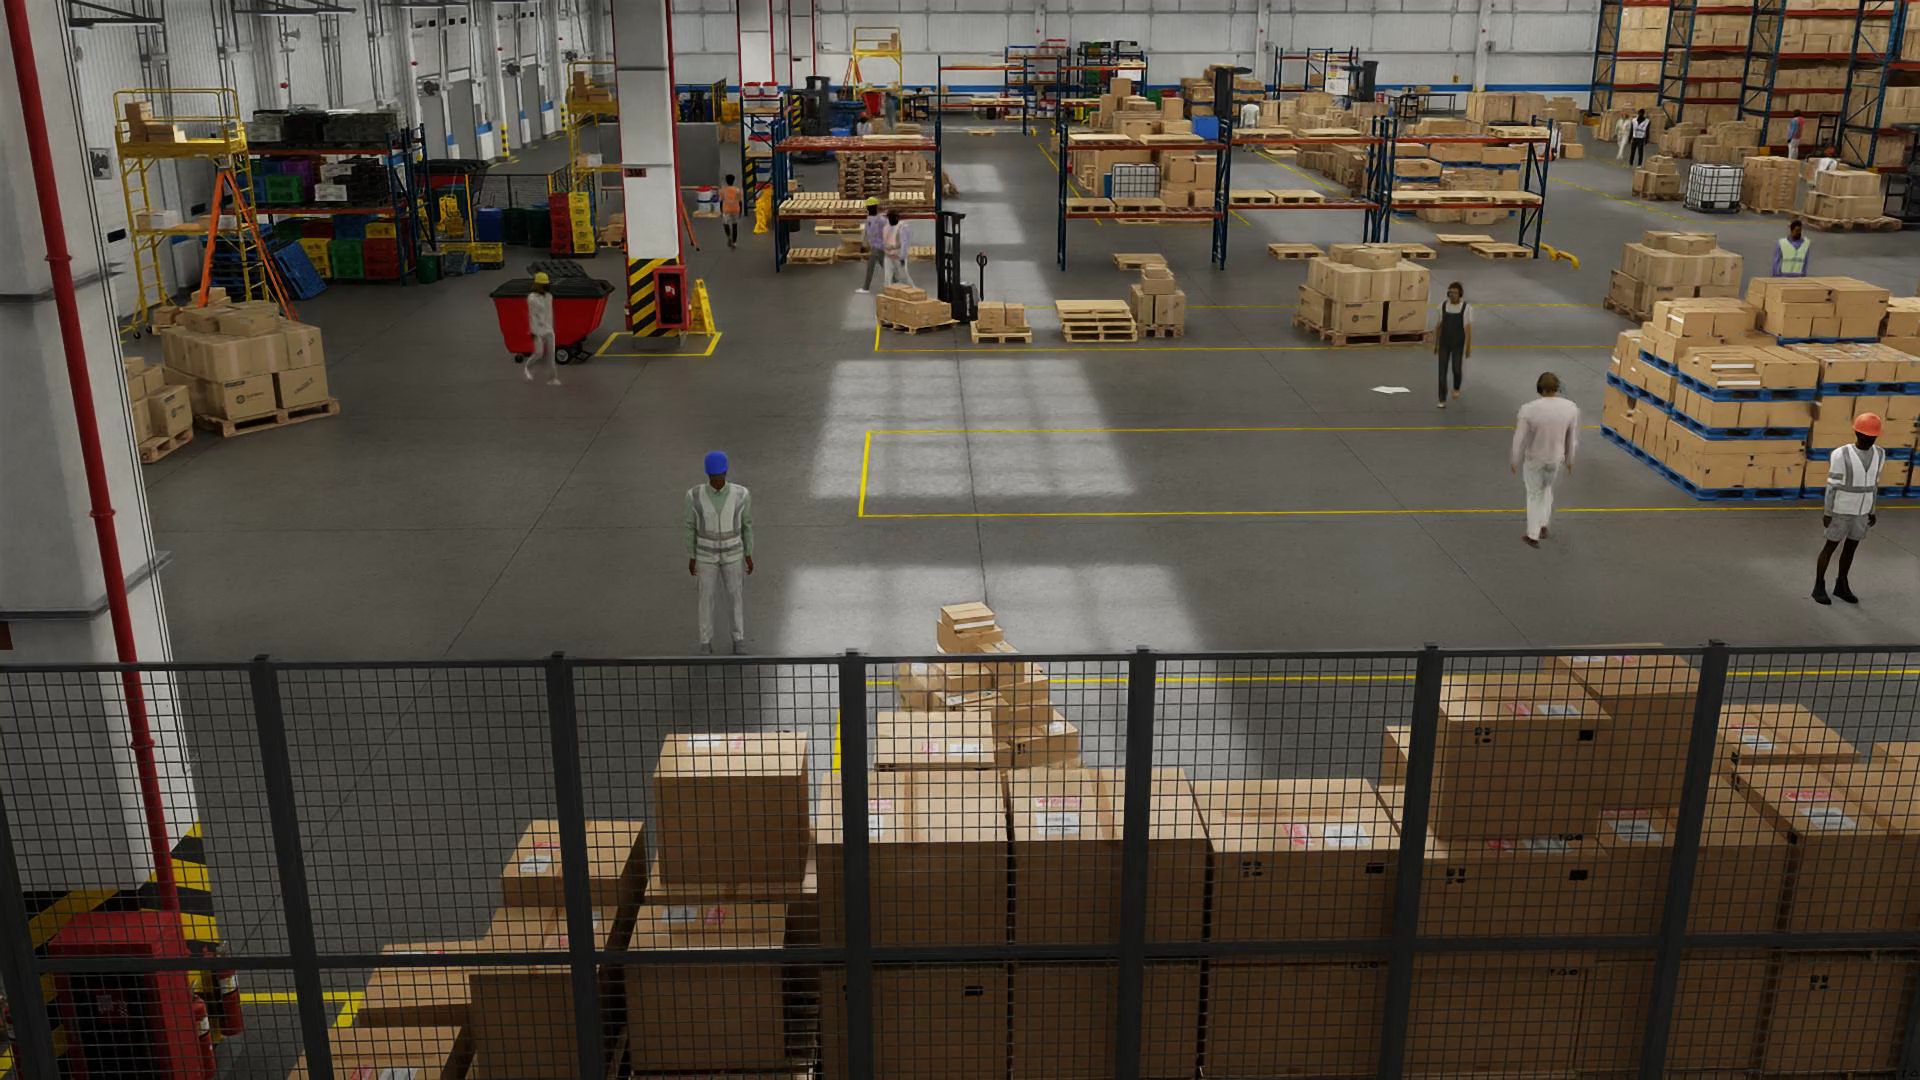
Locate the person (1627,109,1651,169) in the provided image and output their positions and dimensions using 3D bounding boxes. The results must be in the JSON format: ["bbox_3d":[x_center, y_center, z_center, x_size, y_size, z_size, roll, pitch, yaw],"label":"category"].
[{"bbox_3d":[22.103,-13.064,54.130,0.597,1.910,0.383,15,24,38],"label":"person"}]

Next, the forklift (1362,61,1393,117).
[{"bbox_3d":[16.187,-17.548,65.929,1.873,2.768,1.129,-1,19,-2],"label":"forklift"}]

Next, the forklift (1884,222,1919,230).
[{"bbox_3d":[23.981,-9.090,40.838,1.873,2.768,1.129,-1,19,-2],"label":"forklift"}]

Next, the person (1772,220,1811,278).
[{"bbox_3d":[14.601,-4.693,29.297,0.623,1.902,0.527,-1,19,-3],"label":"person"}]

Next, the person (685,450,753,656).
[{"bbox_3d":[-2.154,0.127,14.928,0.602,1.949,0.388,-4,19,-11],"label":"person"}]

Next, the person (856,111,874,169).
[{"bbox_3d":[-3.025,-12.723,53.120,0.550,1.913,0.866,9,20,24],"label":"person"}]

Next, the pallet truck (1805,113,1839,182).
[{"bbox_3d":[26.403,-11.957,50.702,0.823,1.965,1.885,6,19,16],"label":"pallet truck"}]

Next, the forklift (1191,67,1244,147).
[{"bbox_3d":[9.517,-15.894,61.023,1.873,2.768,1.129,-1,19,-1],"label":"forklift"}]

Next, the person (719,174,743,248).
[{"bbox_3d":[-5.221,-7.498,37.954,0.562,1.674,0.434,-5,19,-13],"label":"person"}]

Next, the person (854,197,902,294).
[{"bbox_3d":[-1.593,-5.801,32.665,1.042,1.869,0.581,-9,21,-25],"label":"person"}]

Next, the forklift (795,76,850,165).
[{"bbox_3d":[-4.706,-14.034,55.504,1.873,2.768,1.129,-16,24,-39],"label":"forklift"}]

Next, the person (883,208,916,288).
[{"bbox_3d":[-1.170,-5.371,31.467,0.633,1.815,0.887,13,23,34],"label":"person"}]

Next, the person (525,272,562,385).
[{"bbox_3d":[-6.333,-3.194,25.115,0.528,1.727,0.499,13,23,34],"label":"person"}]

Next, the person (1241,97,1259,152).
[{"bbox_3d":[10.298,-14.766,59.127,0.637,1.936,0.355,2,19,7],"label":"person"}]

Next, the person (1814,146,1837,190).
[{"bbox_3d":[22.069,-9.122,42.542,0.906,1.852,0.587,-4,19,-12],"label":"person"}]

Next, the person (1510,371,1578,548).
[{"bbox_3d":[6.266,-0.877,17.952,0.661,1.917,0.513,-1,19,-3],"label":"person"}]

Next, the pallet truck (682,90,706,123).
[{"bbox_3d":[-9.671,-15.907,62.421,0.823,1.965,1.885,5,19,15],"label":"pallet truck"}]

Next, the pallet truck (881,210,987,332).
[{"bbox_3d":[-0.493,-4.759,29.349,1.885,1.965,0.823,-13,23,-34],"label":"pallet truck"}]

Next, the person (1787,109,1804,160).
[{"bbox_3d":[27.504,-13.277,54.864,0.634,1.838,0.429,-14,23,-36],"label":"person"}]

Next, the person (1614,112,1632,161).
[{"bbox_3d":[22.572,-13.753,56.630,0.525,1.602,0.813,17,25,41],"label":"person"}]

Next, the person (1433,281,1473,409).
[{"bbox_3d":[7.053,-2.809,23.827,0.527,1.826,0.585,9,21,26],"label":"person"}]

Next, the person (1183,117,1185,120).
[{"bbox_3d":[7.244,-13.081,54.613,0.543,1.610,0.687,1,19,3],"label":"person"}]

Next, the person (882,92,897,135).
[{"bbox_3d":[-2.743,-15.738,62.071,0.966,1.894,0.663,4,19,12],"label":"person"}]

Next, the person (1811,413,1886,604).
[{"bbox_3d":[8.712,-0.305,16.229,0.552,1.935,0.374,-3,19,-8],"label":"person"}]
